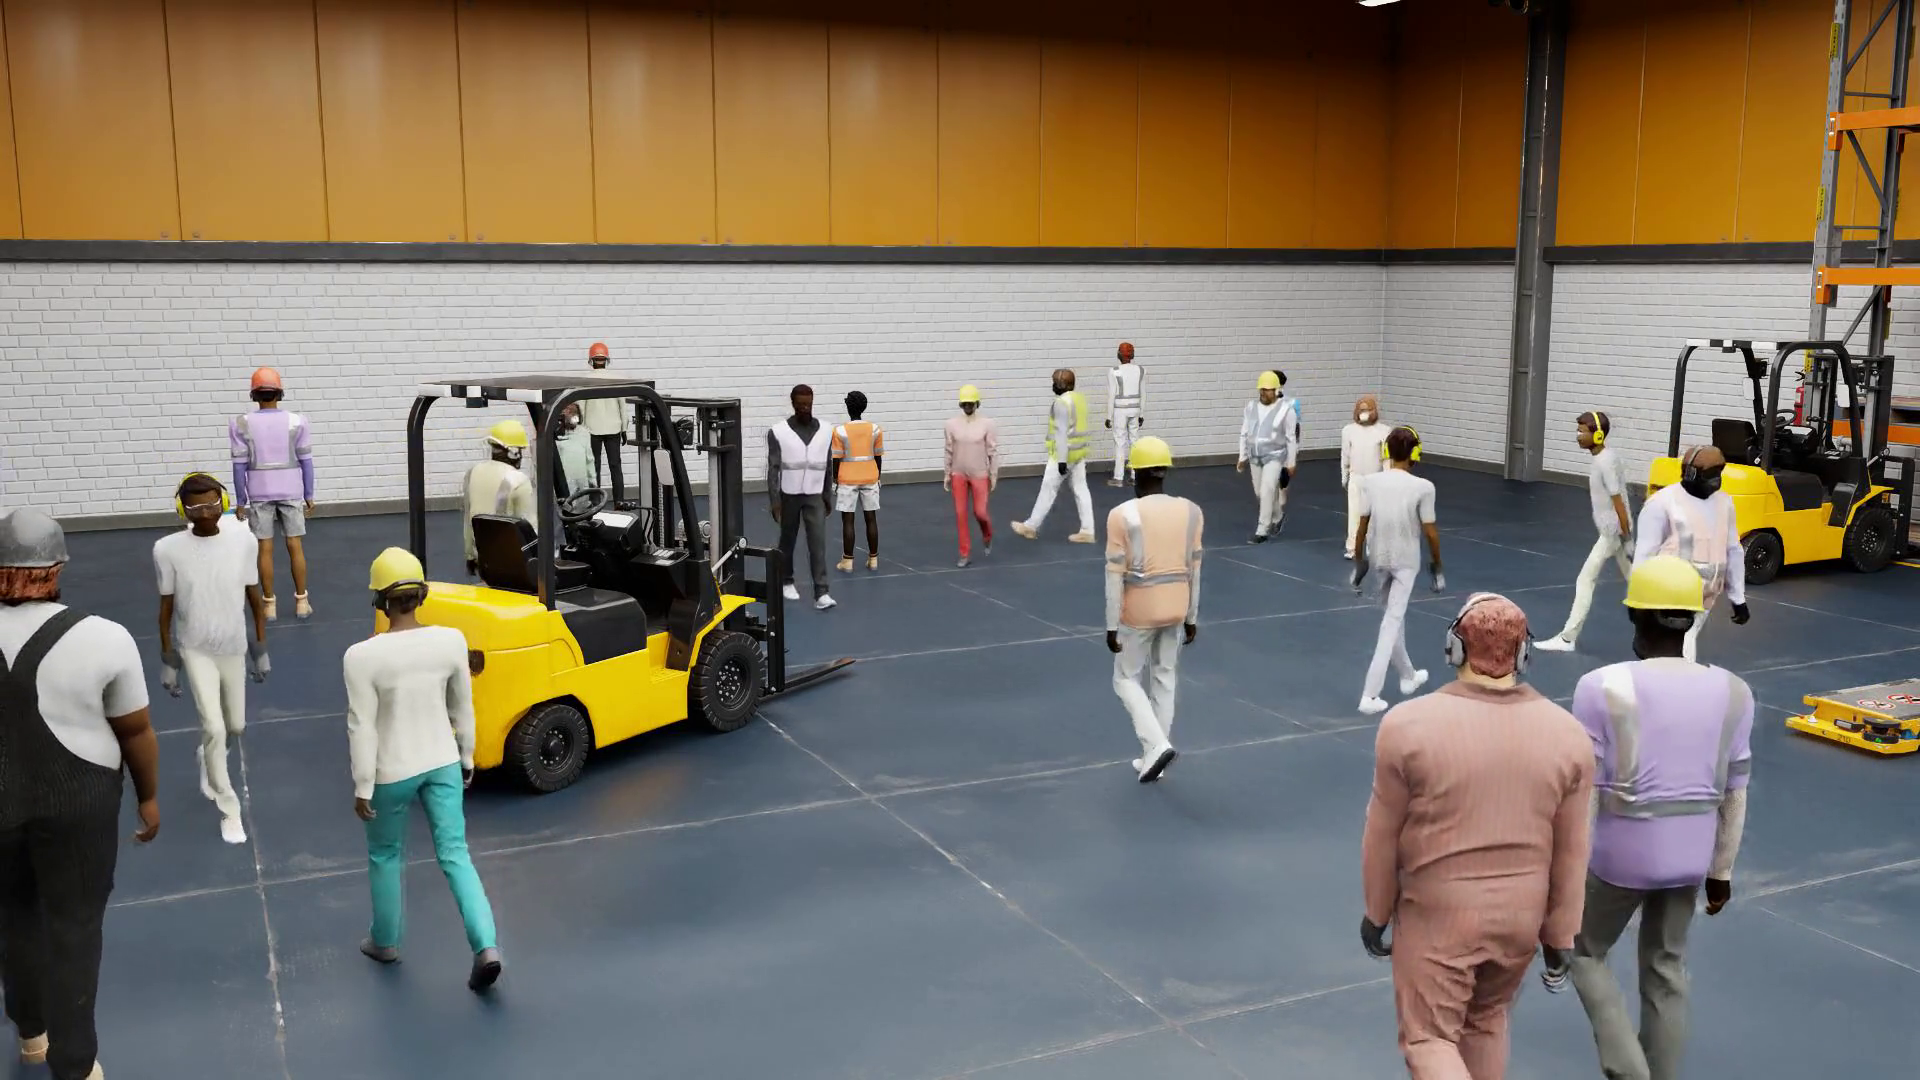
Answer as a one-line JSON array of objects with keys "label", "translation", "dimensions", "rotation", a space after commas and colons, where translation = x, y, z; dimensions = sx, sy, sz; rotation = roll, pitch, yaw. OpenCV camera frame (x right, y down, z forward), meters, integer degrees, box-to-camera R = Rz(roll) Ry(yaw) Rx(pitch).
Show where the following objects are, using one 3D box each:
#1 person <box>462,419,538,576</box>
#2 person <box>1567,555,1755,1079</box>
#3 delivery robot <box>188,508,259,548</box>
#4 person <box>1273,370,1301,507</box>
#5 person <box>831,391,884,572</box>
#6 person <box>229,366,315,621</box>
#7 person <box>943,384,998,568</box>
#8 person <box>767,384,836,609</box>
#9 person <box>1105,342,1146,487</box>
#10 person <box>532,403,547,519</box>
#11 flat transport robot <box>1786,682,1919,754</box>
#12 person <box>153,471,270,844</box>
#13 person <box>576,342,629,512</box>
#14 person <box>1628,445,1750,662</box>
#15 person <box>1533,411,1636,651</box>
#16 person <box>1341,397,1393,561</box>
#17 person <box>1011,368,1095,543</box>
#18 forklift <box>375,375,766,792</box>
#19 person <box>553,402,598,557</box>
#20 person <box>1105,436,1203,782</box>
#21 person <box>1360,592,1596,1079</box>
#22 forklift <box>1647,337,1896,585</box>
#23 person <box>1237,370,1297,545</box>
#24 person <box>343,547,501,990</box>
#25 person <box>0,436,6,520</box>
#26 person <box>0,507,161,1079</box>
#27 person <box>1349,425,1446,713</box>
[{"label": "person", "translation": [-3.063, 0.094, 11.212], "dimensions": [0.609, 1.811, 0.424], "rotation": [6, 11, 32]}, {"label": "person", "translation": [2.182, 0.996, 5.295], "dimensions": [0.615, 1.907, 0.418], "rotation": [-1, 9, -7]}, {"label": "delivery robot", "translation": [-6.940, -0.065, 15.794], "dimensions": [0.707, 0.478, 0.477], "rotation": [-4, 10, -25]}, {"label": "person", "translation": [3.642, -1.119, 19.117], "dimensions": [0.546, 1.680, 0.565], "rotation": [2, 9, 12]}, {"label": "person", "translation": [-0.961, -0.544, 15.523], "dimensions": [0.535, 1.697, 0.318], "rotation": [-4, 10, -25]}, {"label": "person", "translation": [-5.517, -0.366, 13.383], "dimensions": [0.622, 2.039, 0.416], "rotation": [-5, 10, -26]}, {"label": "person", "translation": [0.111, -0.620, 15.832], "dimensions": [0.527, 1.754, 0.477], "rotation": [2, 9, 15]}, {"label": "person", "translation": [-1.326, -0.368, 13.912], "dimensions": [0.611, 1.866, 1.005], "rotation": [-4, 10, -24]}, {"label": "person", "translation": [2.158, -1.633, 21.707], "dimensions": [0.576, 1.882, 0.355], "rotation": [-4, 10, -25]}, {"label": "person", "translation": [-4.262, -0.833, 17.600], "dimensions": [0.806, 1.601, 0.538], "rotation": [1, 9, 7]}, {"label": "flat transport robot", "translation": [5.783, 1.046, 10.072], "dimensions": [1.431, 0.197, 0.652], "rotation": [-4, 10, -25]}, {"label": "person", "translation": [-3.770, 0.547, 8.375], "dimensions": [0.511, 1.836, 0.825], "rotation": [-7, 11, -37]}, {"label": "person", "translation": [-4.089, -1.253, 19.003], "dimensions": [0.612, 1.995, 0.376], "rotation": [-4, 10, -25]}, {"label": "person", "translation": [4.267, 0.353, 9.624], "dimensions": [0.621, 1.804, 0.845], "rotation": [-5, 10, -27]}, {"label": "person", "translation": [4.827, -0.044, 12.154], "dimensions": [1.040, 1.802, 0.569], "rotation": [4, 10, 22]}, {"label": "person", "translation": [3.951, -0.600, 16.196], "dimensions": [0.514, 1.586, 0.854], "rotation": [3, 10, 20]}, {"label": "person", "translation": [1.007, -0.874, 17.245], "dimensions": [0.939, 1.794, 0.660], "rotation": [5, 10, 29]}, {"label": "forklift", "translation": [-2.268, 0.149, 9.685], "dimensions": [1.214, 2.155, 2.313], "rotation": [6, 11, 32]}, {"label": "person", "translation": [-3.733, -0.544, 15.792], "dimensions": [0.652, 1.611, 0.507], "rotation": [6, 11, 33]}, {"label": "person", "translation": [1.063, 0.396, 9.022], "dimensions": [0.593, 1.910, 0.540], "rotation": [-4, 10, -21]}, {"label": "person", "translation": [1.507, 1.095, 4.815], "dimensions": [0.629, 1.874, 0.813], "rotation": [-1, 9, -7]}, {"label": "forklift", "translation": [7.551, -0.789, 15.507], "dimensions": [2.313, 2.155, 1.214], "rotation": [-4, 10, -25]}, {"label": "person", "translation": [3.228, -0.873, 17.267], "dimensions": [0.583, 1.798, 0.832], "rotation": [9, 13, 43]}, {"label": "person", "translation": [-2.107, 0.893, 6.511], "dimensions": [0.535, 1.733, 0.864], "rotation": [-9, 13, -43]}, {"label": "person", "translation": [-7.728, -0.217, 12.974], "dimensions": [0.536, 1.867, 0.664], "rotation": [4, 10, 22]}, {"label": "person", "translation": [-3.123, 0.864, 5.724], "dimensions": [0.702, 2.000, 0.872], "rotation": [-2, 9, -14]}, {"label": "person", "translation": [2.835, 0.171, 10.713], "dimensions": [0.545, 1.815, 0.973], "rotation": [8, 12, 42]}]
